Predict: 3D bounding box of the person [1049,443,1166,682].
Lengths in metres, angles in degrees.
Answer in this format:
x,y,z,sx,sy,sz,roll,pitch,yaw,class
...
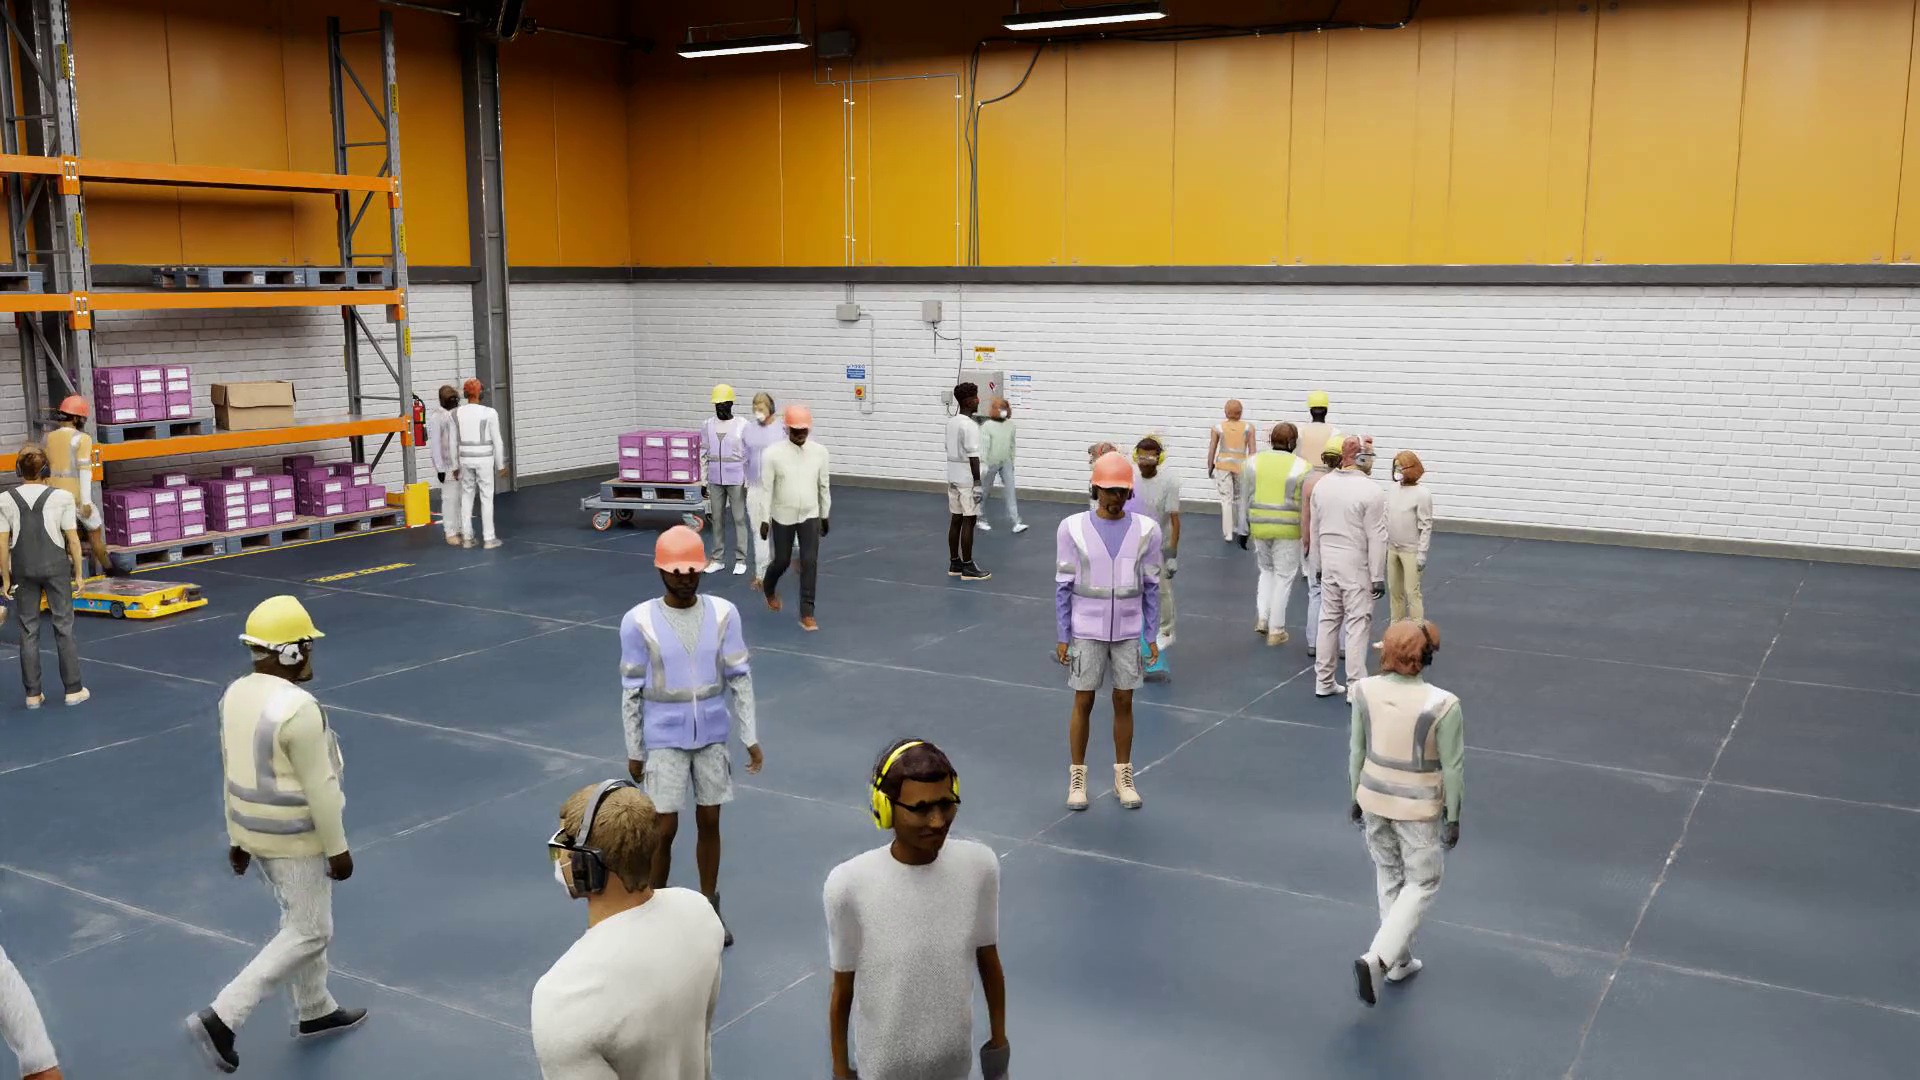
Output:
x,y,z,sx,sy,sz,roll,pitch,yaw,class
1.123,0.164,12.417,1.014,1.782,0.580,5,10,29,person

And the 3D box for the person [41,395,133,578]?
x,y,z,sx,sy,sz,roll,pitch,yaw,class
-8.371,-0.432,15.815,0.580,1.874,0.999,2,9,14,person

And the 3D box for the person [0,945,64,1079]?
x,y,z,sx,sy,sz,roll,pitch,yaw,class
-3.645,1.168,5.821,0.957,1.891,0.632,1,9,7,person

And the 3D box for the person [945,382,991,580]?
x,y,z,sx,sy,sz,roll,pitch,yaw,class
0.063,-0.589,16.527,0.367,1.966,0.607,-4,10,-25,person

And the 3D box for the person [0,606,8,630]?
x,y,z,sx,sy,sz,roll,pitch,yaw,class
-8.135,-0.044,13.199,0.821,1.945,0.672,-5,10,-28,person

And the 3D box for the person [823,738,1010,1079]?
x,y,z,sx,sy,sz,roll,pitch,yaw,class
-0.129,1.402,4.500,0.515,1.847,0.794,-4,10,-24,person

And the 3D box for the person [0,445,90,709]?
x,y,z,sx,sy,sz,roll,pitch,yaw,class
-6.414,0.257,11.627,0.518,1.844,0.329,-3,10,-18,person

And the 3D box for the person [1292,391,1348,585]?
x,y,z,sx,sy,sz,roll,pitch,yaw,class
3.514,-0.508,16.269,0.594,1.893,0.889,4,10,23,person

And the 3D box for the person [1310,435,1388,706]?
x,y,z,sx,sy,sz,roll,pitch,yaw,class
2.773,0.206,11.760,0.400,1.905,0.645,-6,11,-33,person

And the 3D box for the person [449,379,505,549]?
x,y,z,sx,sy,sz,roll,pitch,yaw,class
-5.320,-0.836,18.335,0.581,1.882,0.360,1,9,9,person

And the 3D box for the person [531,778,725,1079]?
x,y,z,sx,sy,sz,roll,pitch,yaw,class
-0.753,1.475,3.736,0.372,1.940,0.632,3,10,18,person

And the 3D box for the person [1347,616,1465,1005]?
x,y,z,sx,sy,sz,roll,pitch,yaw,class
1.812,1.126,6.906,0.523,1.618,0.634,9,13,44,person

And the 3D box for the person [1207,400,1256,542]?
x,y,z,sx,sy,sz,roll,pitch,yaw,class
3.095,-0.802,18.982,0.543,1.589,0.844,1,9,5,person

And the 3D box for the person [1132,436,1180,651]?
x,y,z,sx,sy,sz,roll,pitch,yaw,class
1.507,0.069,13.005,0.514,1.785,1.057,4,10,26,person

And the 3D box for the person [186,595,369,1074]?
x,y,z,sx,sy,sz,roll,pitch,yaw,class
-2.633,1.122,6.330,0.582,1.814,0.693,8,12,42,person

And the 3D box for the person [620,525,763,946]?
x,y,z,sx,sy,sz,roll,pitch,yaw,class
-1.216,0.885,7.454,0.564,1.933,0.389,-4,10,-26,person

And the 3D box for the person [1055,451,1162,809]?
x,y,z,sx,sy,sz,roll,pitch,yaw,class
0.842,0.514,9.410,0.605,2.043,0.376,-1,9,-5,person

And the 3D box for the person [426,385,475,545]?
x,y,z,sx,sy,sz,roll,pitch,yaw,class
-5.669,-0.844,18.653,0.478,1.802,0.768,3,10,18,person

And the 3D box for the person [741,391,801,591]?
x,y,z,sx,sy,sz,roll,pitch,yaw,class
-1.805,-0.498,16.144,0.632,1.914,0.800,4,10,25,person

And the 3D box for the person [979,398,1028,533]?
x,y,z,sx,sy,sz,roll,pitch,yaw,class
0.466,-0.870,19.462,0.527,1.583,0.862,-5,11,-30,person

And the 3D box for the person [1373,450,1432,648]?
x,y,z,sx,sy,sz,roll,pitch,yaw,class
3.551,0.101,13.298,0.279,1.637,0.512,-5,10,-26,person

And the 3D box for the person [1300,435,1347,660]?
x,y,z,sx,sy,sz,roll,pitch,yaw,class
2.939,0.061,13.101,0.522,1.769,0.311,4,10,26,person

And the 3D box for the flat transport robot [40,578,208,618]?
x,y,z,sx,sy,sz,roll,pitch,yaw,class
-7.580,0.510,14.947,1.431,0.197,0.652,3,10,19,flat transport robot

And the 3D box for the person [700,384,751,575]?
x,y,z,sx,sy,sz,roll,pitch,yaw,class
-2.357,-0.610,16.779,0.590,1.927,0.367,3,9,16,person

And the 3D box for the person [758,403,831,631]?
x,y,z,sx,sy,sz,roll,pitch,yaw,class
-1.460,-0.228,14.333,0.652,1.952,0.825,-4,10,-24,person

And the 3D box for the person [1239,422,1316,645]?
x,y,z,sx,sy,sz,roll,pitch,yaw,class
2.639,-0.058,13.649,0.663,1.823,0.515,6,11,34,person
